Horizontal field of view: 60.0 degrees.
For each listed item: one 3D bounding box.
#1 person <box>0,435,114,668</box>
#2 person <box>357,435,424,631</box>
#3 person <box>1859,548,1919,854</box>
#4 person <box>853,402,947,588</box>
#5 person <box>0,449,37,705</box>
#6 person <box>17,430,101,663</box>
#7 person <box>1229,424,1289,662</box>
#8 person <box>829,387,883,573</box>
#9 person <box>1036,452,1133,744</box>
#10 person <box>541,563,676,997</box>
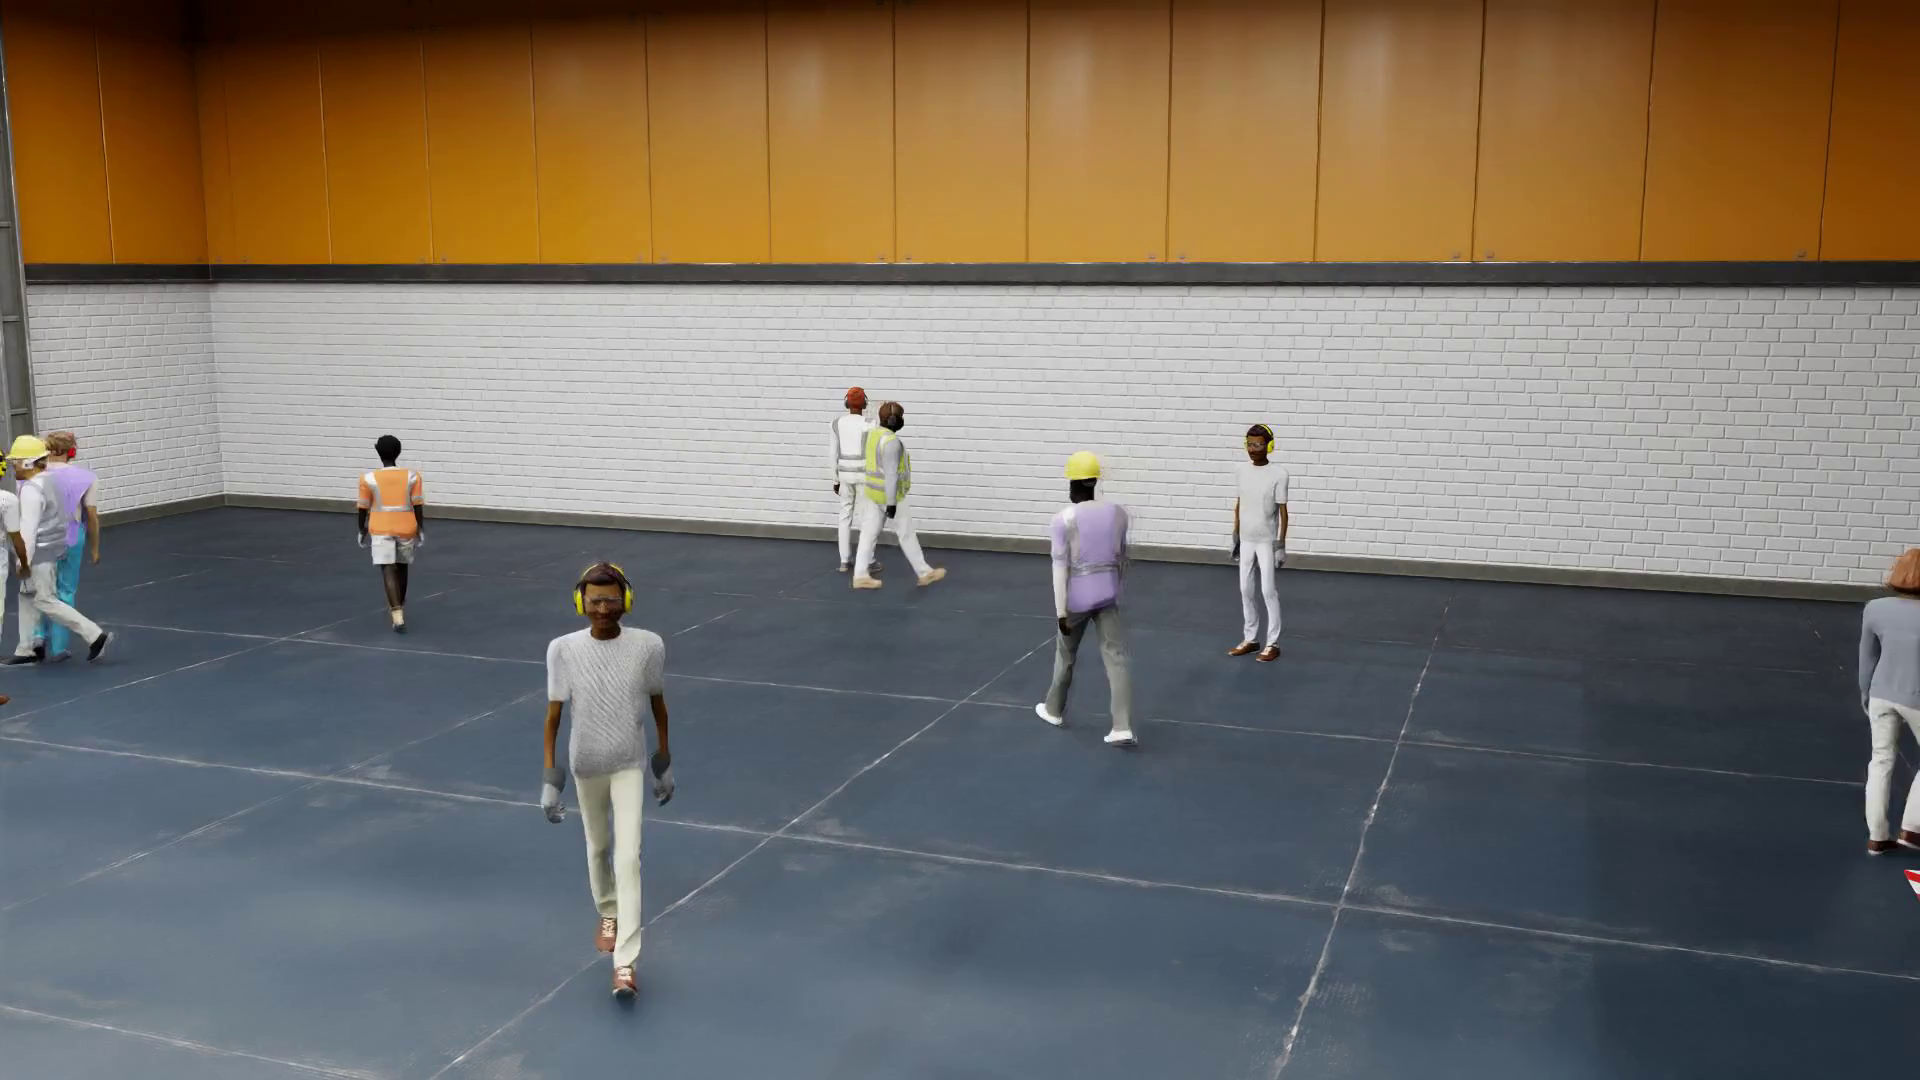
[{"bbox_3d":[-6.979,0.095,12.718,0.801,1.806,0.597,-3,10,-18],"label":"person"},{"bbox_3d":[-4.850,-0.072,14.213,0.541,1.656,0.875,-5,10,-28],"label":"person"},{"bbox_3d":[4.936,0.842,8.626,0.425,1.619,0.528,-6,11,-32],"label":"person"},{"bbox_3d":[-0.620,-0.426,15.976,0.941,1.790,0.652,-4,10,-23],"label":"person"},{"bbox_3d":[-6.762,0.252,11.610,0.534,1.841,0.571,1,9,8],"label":"person"},{"bbox_3d":[-7.000,0.056,12.950,0.582,1.814,0.455,-2,9,-13],"label":"person"},{"bbox_3d":[2.336,0.018,13.033,0.328,1.860,0.517,-8,12,-42],"label":"person"},{"bbox_3d":[-1.035,-0.605,16.804,0.578,1.884,0.353,4,10,22],"label":"person"},{"bbox_3d":[0.837,0.367,10.806,0.586,1.882,1.005,-4,10,-22],"label":"person"},{"bbox_3d":[-1.505,0.993,7.118,0.546,1.814,1.015,-1,9,-8],"label":"person"}]
